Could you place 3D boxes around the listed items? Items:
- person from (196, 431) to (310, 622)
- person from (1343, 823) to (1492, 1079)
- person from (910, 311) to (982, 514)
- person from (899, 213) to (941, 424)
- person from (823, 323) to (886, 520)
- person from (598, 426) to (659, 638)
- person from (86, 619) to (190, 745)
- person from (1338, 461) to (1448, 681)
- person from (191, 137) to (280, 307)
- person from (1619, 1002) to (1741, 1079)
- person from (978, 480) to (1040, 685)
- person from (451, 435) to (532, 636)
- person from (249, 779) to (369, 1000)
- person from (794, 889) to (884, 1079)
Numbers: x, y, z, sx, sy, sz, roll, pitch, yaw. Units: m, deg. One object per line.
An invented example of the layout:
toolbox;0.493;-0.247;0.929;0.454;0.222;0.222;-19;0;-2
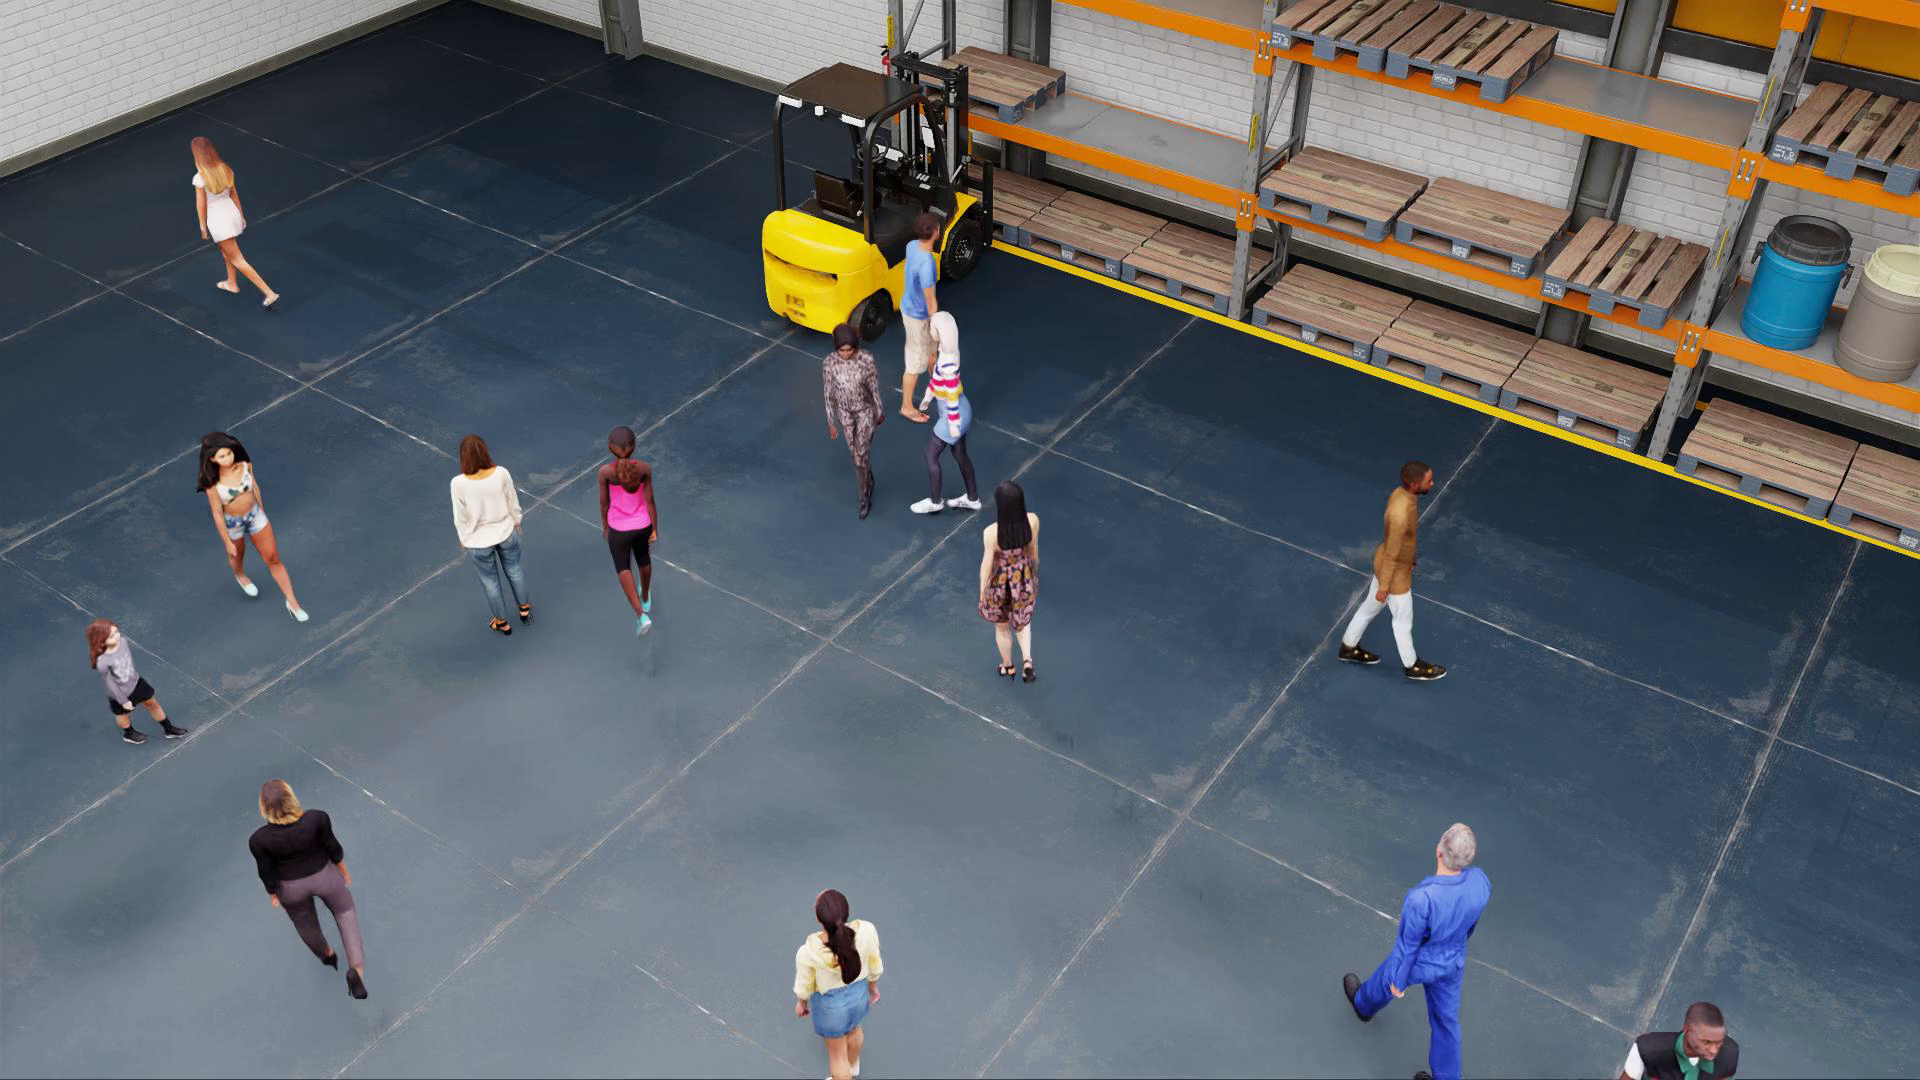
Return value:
person;-5.282;-0.120;12.153;1.028;1.574;0.610;26;45;29
person;2.578;2.334;8.923;1.192;1.770;1.343;-14;41;-17
person;0.031;-0.977;13.059;0.943;1.783;0.860;2;39;2
person;-0.418;-1.915;14.188;1.032;1.840;0.973;-3;39;-4
person;-0.814;-1.041;13.218;0.815;1.685;0.826;5;39;6
person;-2.358;-0.034;11.944;0.890;1.701;1.027;-12;40;-14
person;-5.679;0.962;11.187;0.750;1.089;0.612;10;40;12
person;2.935;0.199;11.583;1.091;1.788;0.888;10;40;12
person;-6.850;-2.944;15.623;1.136;1.657;0.686;17;42;20
person;3.446;2.812;8.282;0.989;1.824;1.025;-2;39;-3
person;0.386;0.363;11.394;0.811;1.767;0.908;-17;42;-20
person;-3.365;-0.021;11.945;0.718;1.680;0.727;-19;42;-22
person;-3.663;2.010;9.421;0.811;1.656;0.961;-20;43;-23
person;-0.631;2.466;8.868;0.784;1.633;0.831;-20;43;-23
